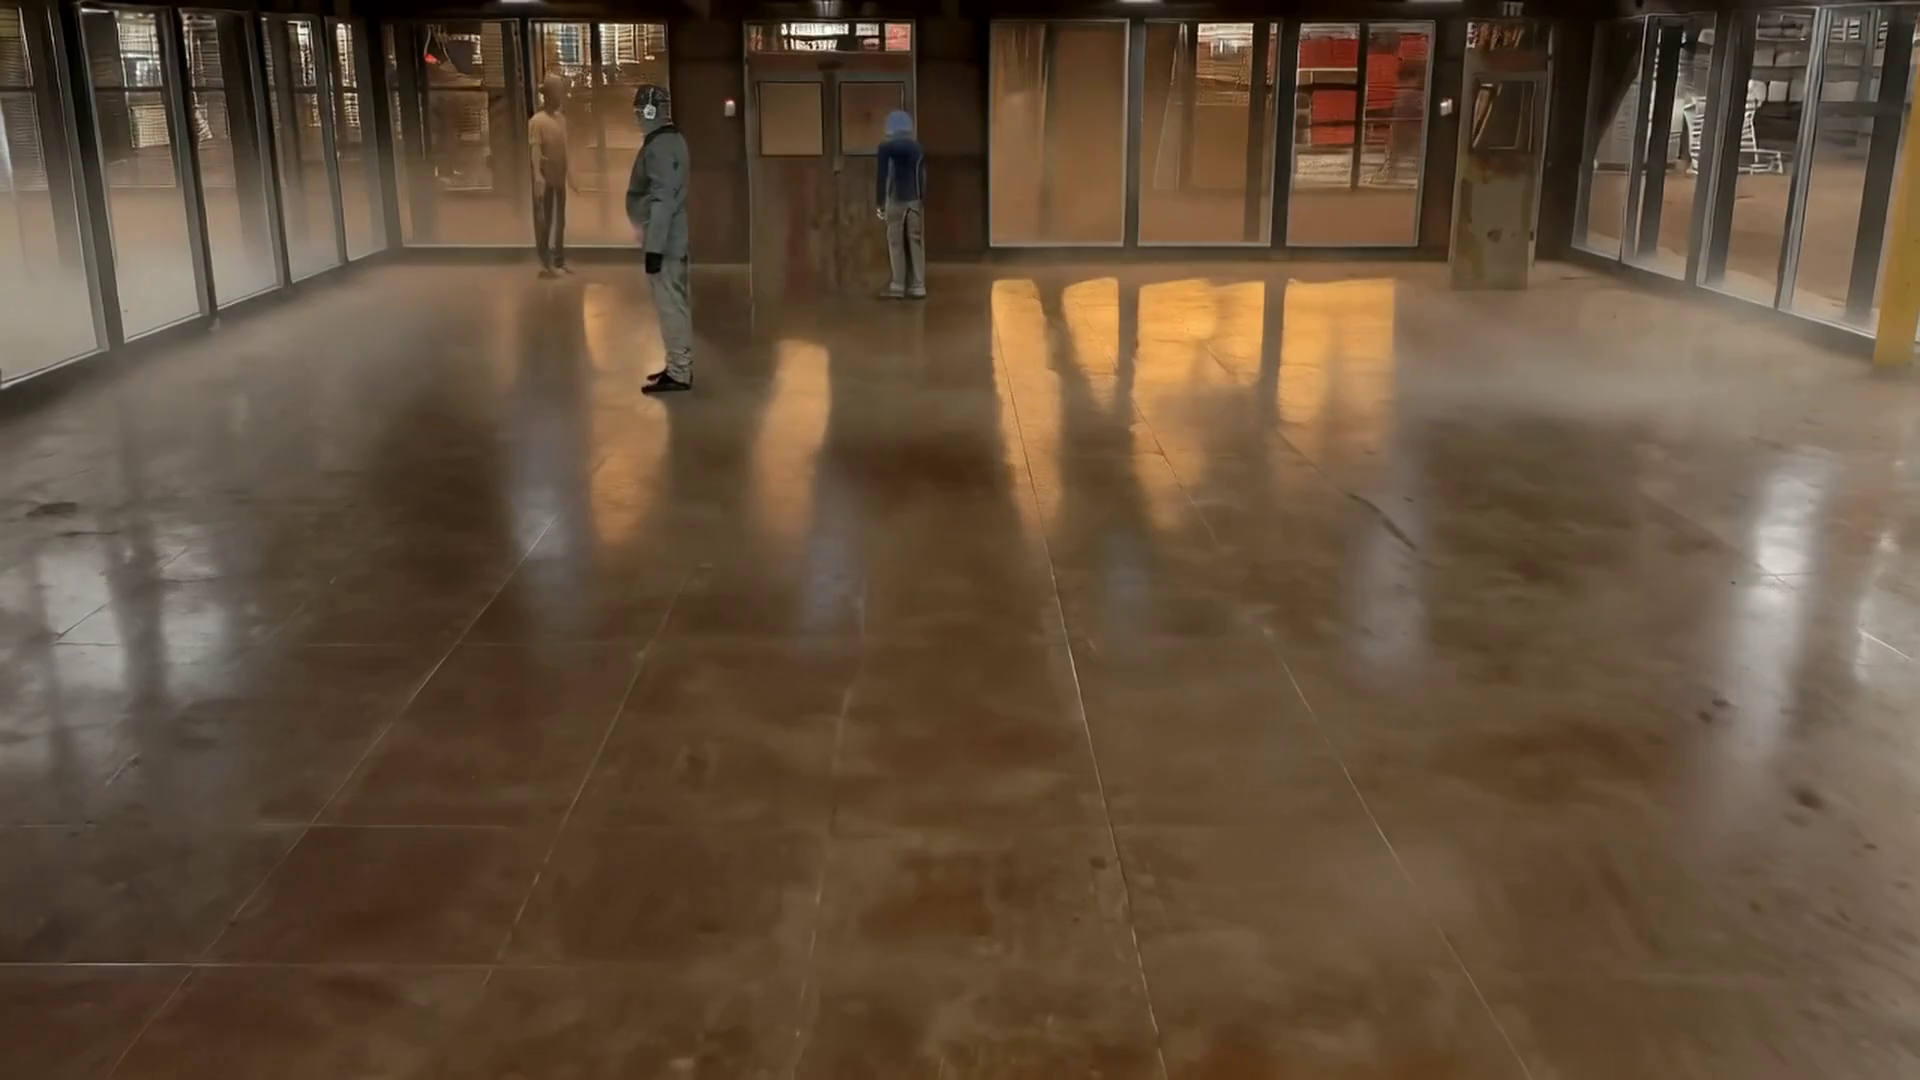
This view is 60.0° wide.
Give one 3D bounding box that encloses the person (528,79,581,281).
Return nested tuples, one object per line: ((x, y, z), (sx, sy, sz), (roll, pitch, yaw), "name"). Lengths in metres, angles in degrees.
((-3.850, -3.398, 15.736), (0.309, 1.868, 0.535), (7, 18, 22), "person")

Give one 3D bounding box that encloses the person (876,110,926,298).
((-0.517, -2.945, 14.621), (0.498, 1.627, 0.282), (-13, 21, -37), "person")

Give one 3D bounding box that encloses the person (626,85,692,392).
((-1.906, -1.897, 10.556), (0.404, 1.911, 0.636), (0, 16, 0), "person")
